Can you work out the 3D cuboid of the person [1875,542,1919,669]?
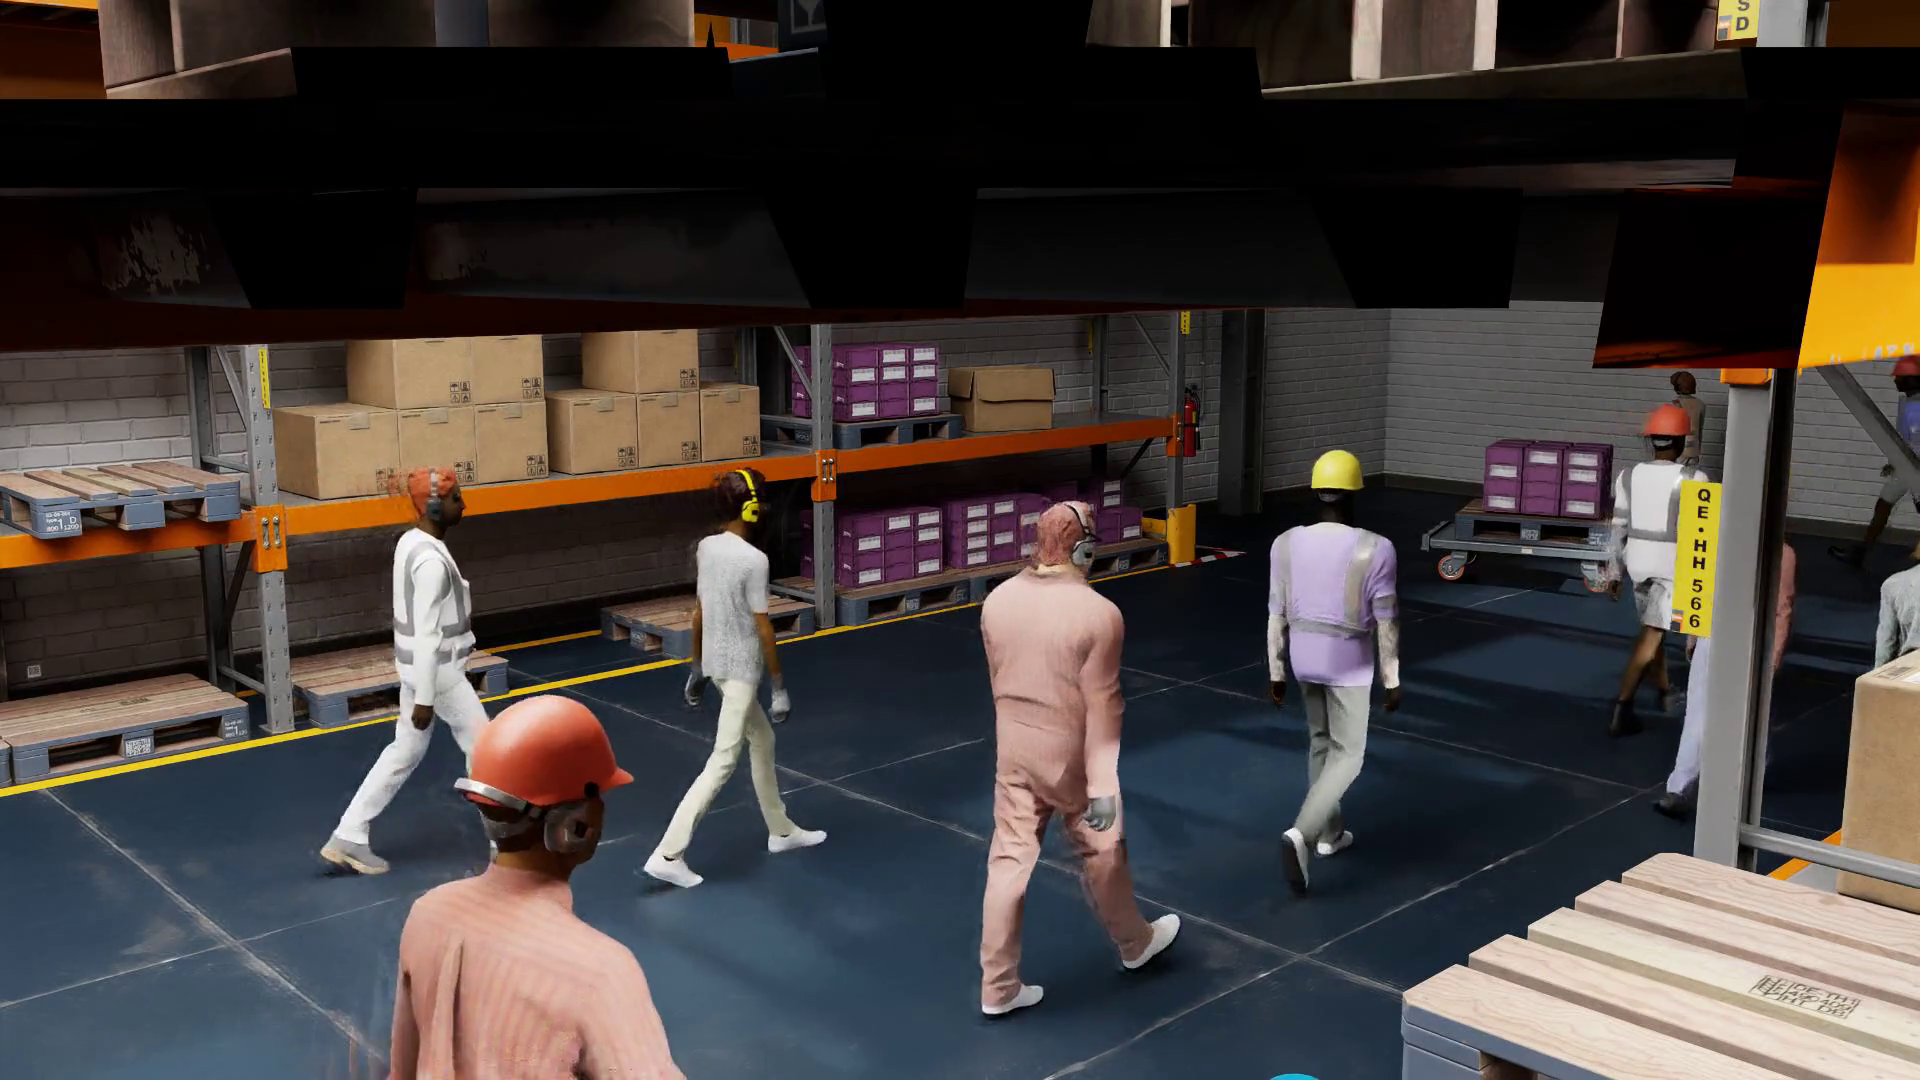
[{"bbox_3d":[4.196,0.674,7.110,0.738,1.713,0.512,-8,13,-40],"label":"person"}]

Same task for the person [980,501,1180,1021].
[{"bbox_3d":[0.418,0.776,6.105,0.678,1.856,0.965,9,13,42],"label":"person"}]

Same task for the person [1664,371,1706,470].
[{"bbox_3d":[6.944,-0.803,16.022,0.521,1.636,0.311,-5,11,-26],"label":"person"}]

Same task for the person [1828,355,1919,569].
[{"bbox_3d":[8.136,-0.652,14.406,0.982,1.883,0.564,9,13,43],"label":"person"}]

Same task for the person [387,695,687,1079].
[{"bbox_3d":[-0.700,1.250,3.100,0.997,1.945,0.633,-9,13,-43],"label":"person"}]

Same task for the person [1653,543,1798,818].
[{"bbox_3d":[3.756,0.514,8.087,0.534,1.699,0.933,10,14,44],"label":"person"}]

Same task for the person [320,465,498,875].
[{"bbox_3d":[-2.364,0.582,7.340,0.975,1.843,0.578,-5,11,-28],"label":"person"}]

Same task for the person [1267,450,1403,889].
[{"bbox_3d":[1.605,0.554,7.315,0.593,1.901,0.817,9,13,41],"label":"person"}]

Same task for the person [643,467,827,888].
[{"bbox_3d":[-1.020,0.591,7.332,0.968,1.830,0.546,-7,12,-37],"label":"person"}]

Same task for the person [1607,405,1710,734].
[{"bbox_3d":[4.072,0.163,9.668,1.011,1.890,0.550,-6,12,-33],"label":"person"}]
